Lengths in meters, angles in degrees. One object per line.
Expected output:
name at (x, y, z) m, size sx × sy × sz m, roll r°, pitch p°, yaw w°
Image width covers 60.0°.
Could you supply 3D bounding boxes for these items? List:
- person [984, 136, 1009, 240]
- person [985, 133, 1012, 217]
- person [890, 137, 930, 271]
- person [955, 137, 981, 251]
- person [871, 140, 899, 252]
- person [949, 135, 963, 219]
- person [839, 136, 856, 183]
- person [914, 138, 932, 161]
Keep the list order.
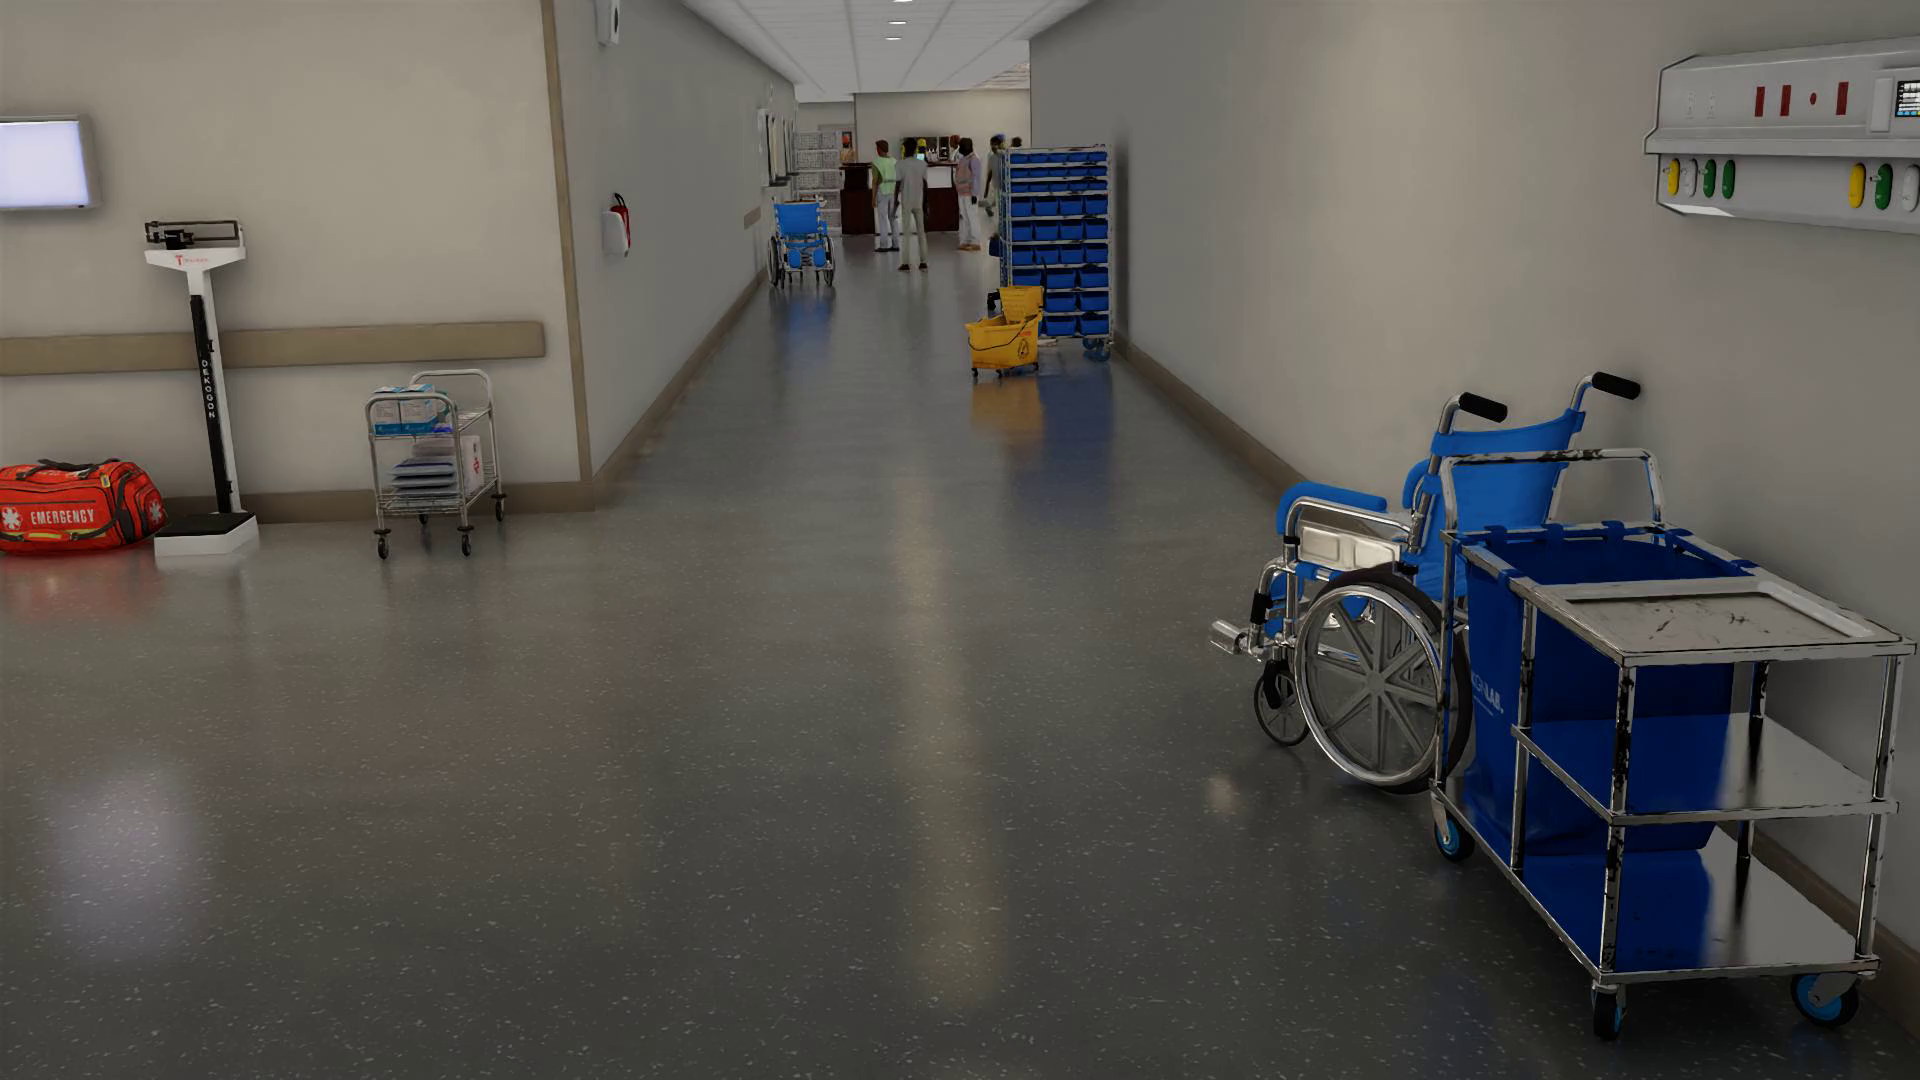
person at (0.613, -6.257, 29.642) m, size 0.625 × 1.841 × 0.643 m, roll -9°, pitch 16°, yaw -29°
person at (0.894, -8.411, 38.351) m, size 0.650 × 1.906 × 0.875 m, roll 4°, pitch 15°, yaw 23°
person at (-0.711, -4.756, 23.621) m, size 0.615 × 1.856 × 0.332 m, roll -7°, pitch 15°, yaw -20°
person at (0.133, -5.696, 27.401) m, size 0.429 × 1.839 × 0.633 m, roll -7°, pitch 14°, yaw -19°
person at (-1.217, -5.703, 27.609) m, size 0.388 × 1.837 × 0.560 m, roll 11°, pitch 19°, yaw 43°
person at (-0.066, -8.212, 37.668) m, size 0.337 × 1.882 × 0.584 m, roll -6°, pitch 14°, yaw -17°
person at (-3.363, -11.071, 49.695) m, size 0.545 × 1.938 × 0.359 m, roll 4°, pitch 15°, yaw 21°
person at (-0.887, -8.629, 39.614) m, size 0.595 × 1.825 × 0.404 m, roll -1°, pitch 14°, yaw 1°
